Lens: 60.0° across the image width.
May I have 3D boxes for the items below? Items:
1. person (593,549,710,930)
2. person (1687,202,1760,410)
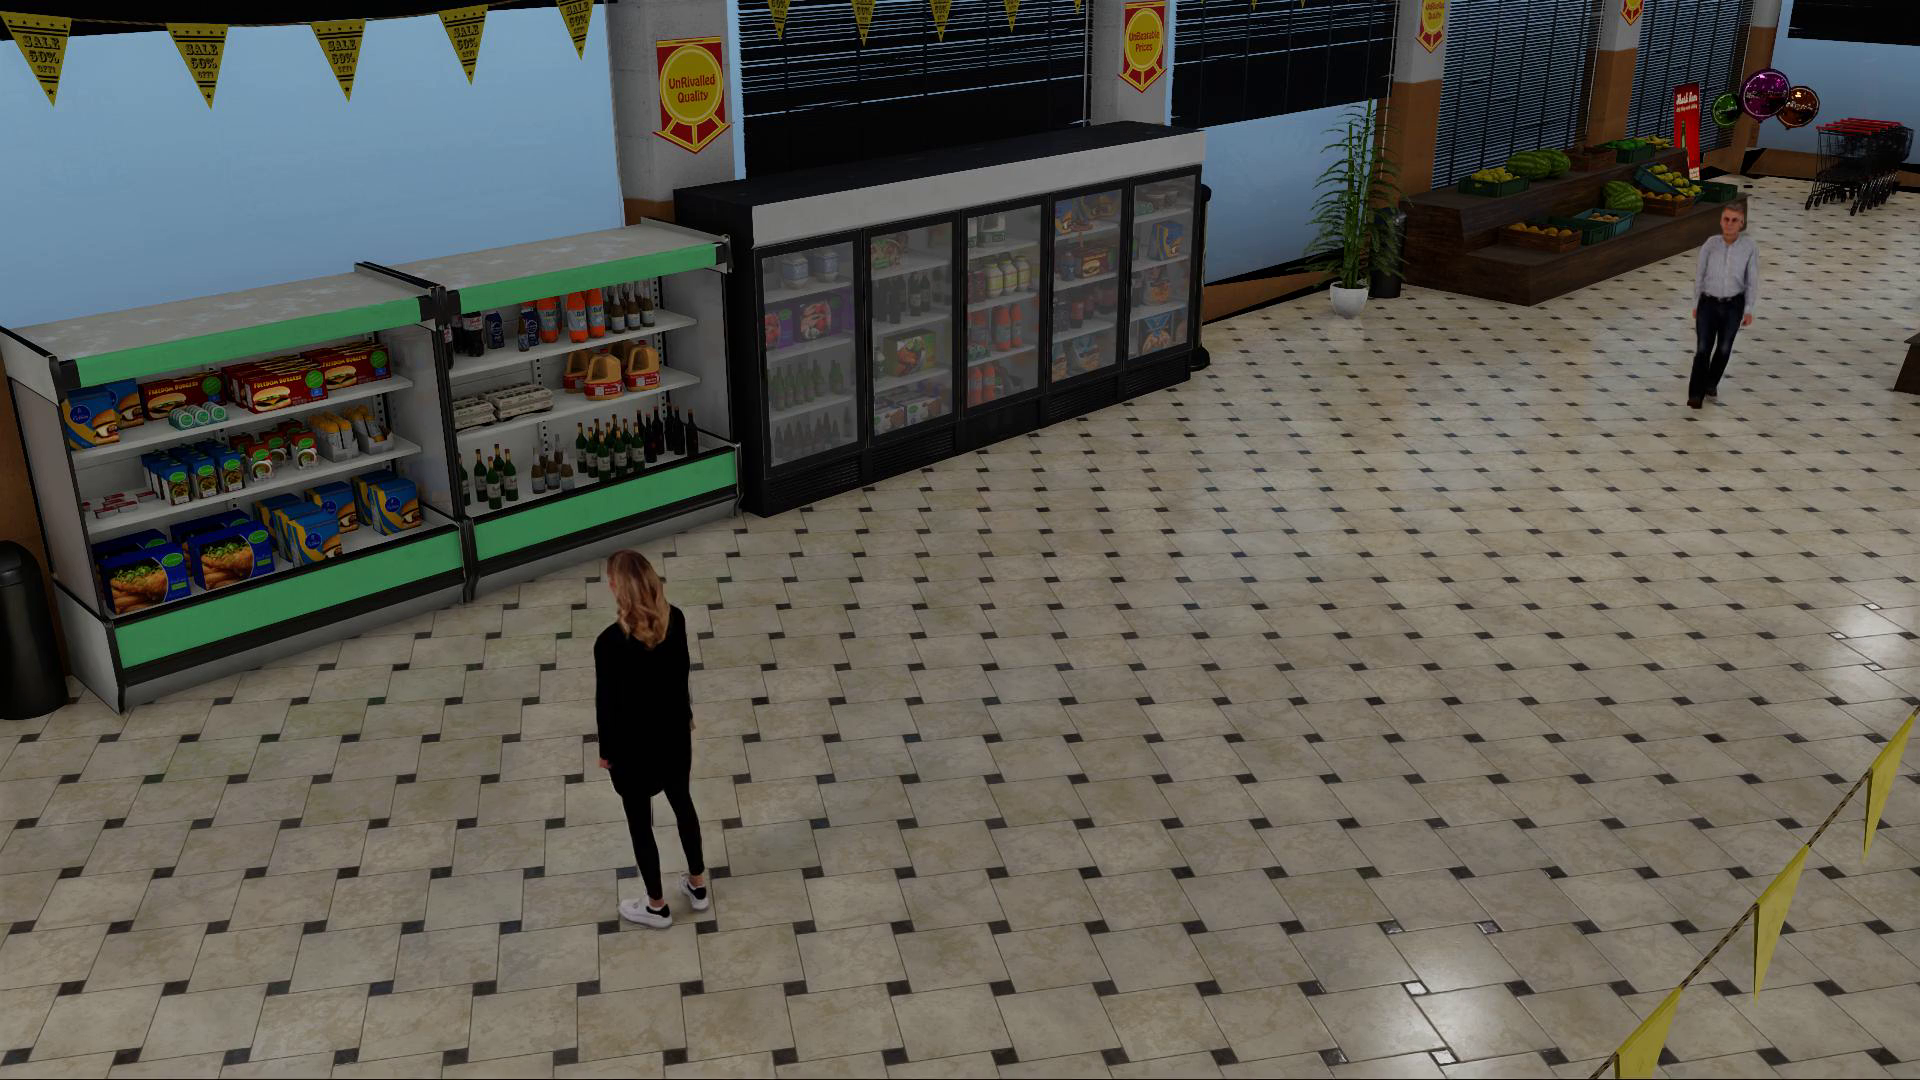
[{"bbox_3d":[-1.337,0.877,7.276,0.459,1.800,0.700,-20,29,-40],"label":"person"},{"bbox_3d":[6.711,-2.058,14.623,0.918,1.767,1.258,11,24,25],"label":"person"}]
